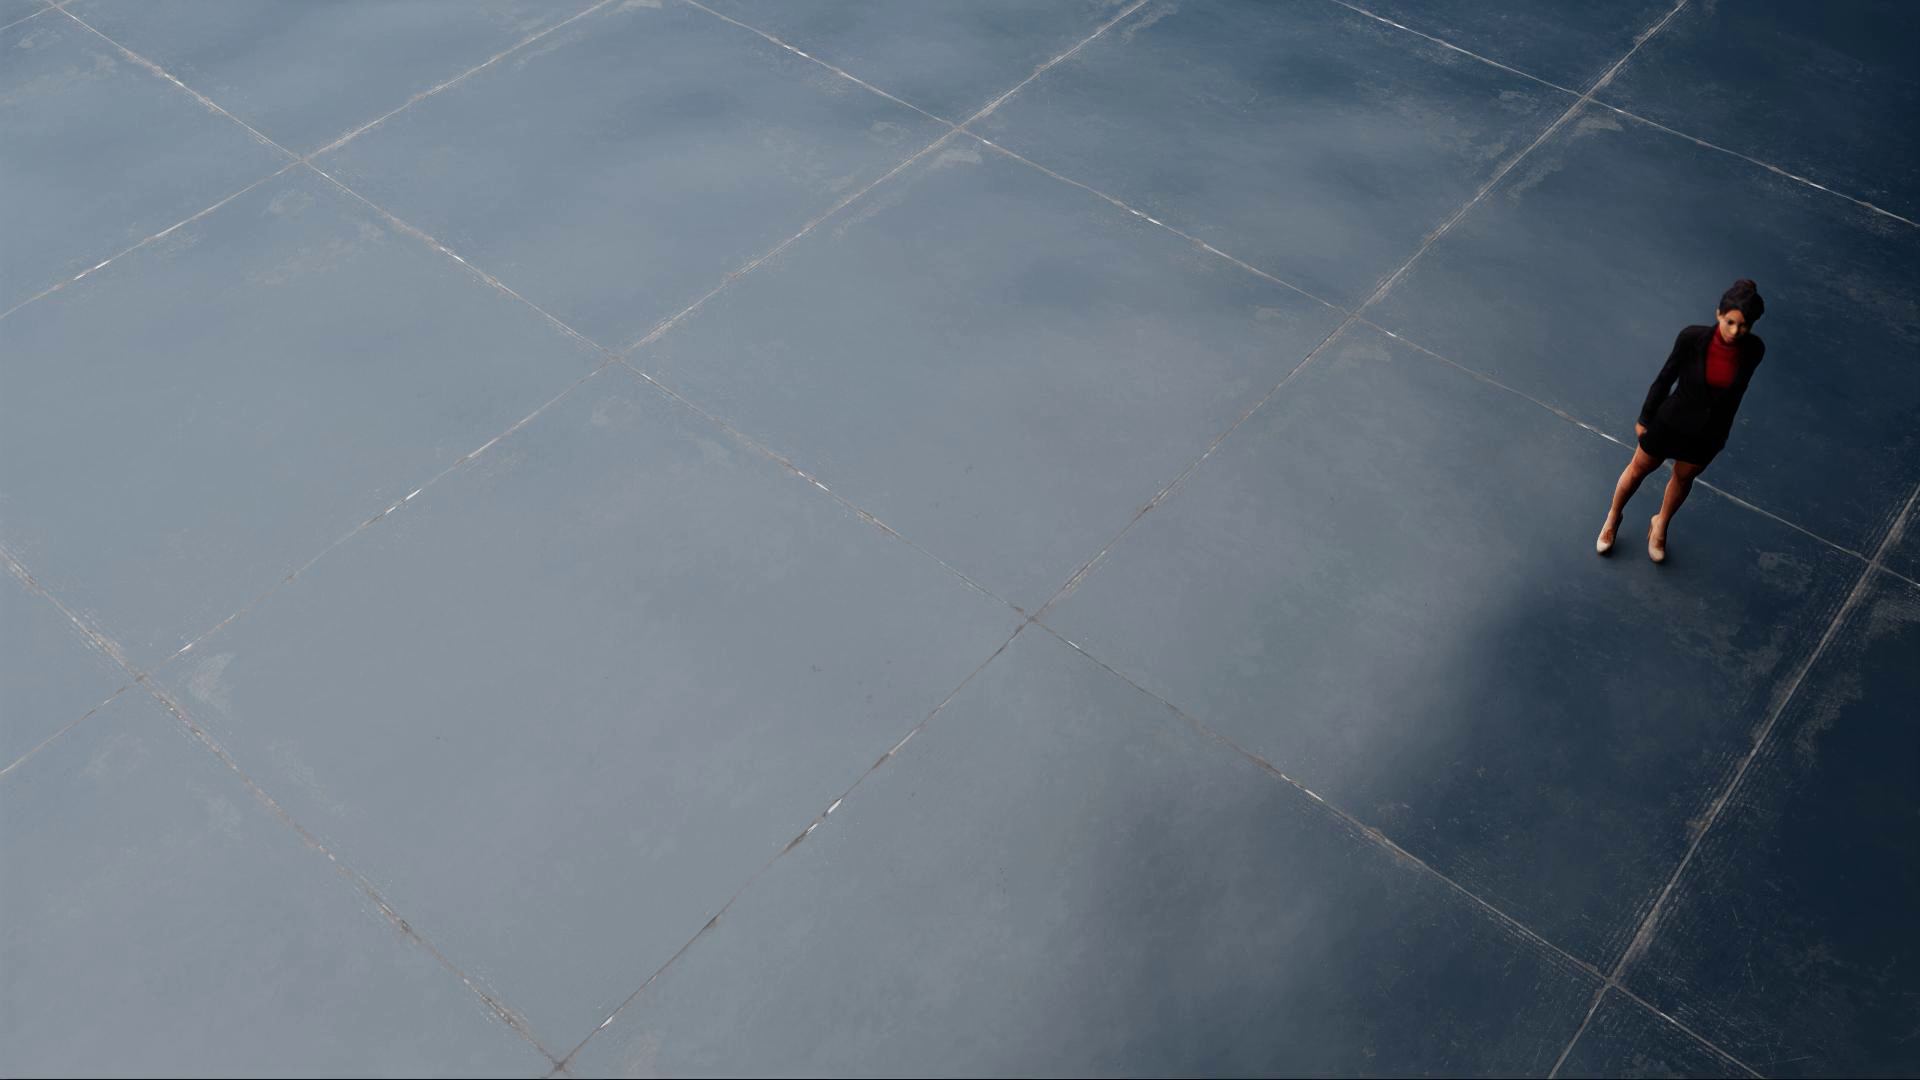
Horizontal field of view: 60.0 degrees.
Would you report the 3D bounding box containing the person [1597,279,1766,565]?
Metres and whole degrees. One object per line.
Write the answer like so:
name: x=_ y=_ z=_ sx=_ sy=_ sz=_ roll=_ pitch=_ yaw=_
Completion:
person: x=3.400 y=-0.516 z=7.811 sx=0.684 sy=1.634 sz=0.739 roll=11 pitch=48 yaw=10
